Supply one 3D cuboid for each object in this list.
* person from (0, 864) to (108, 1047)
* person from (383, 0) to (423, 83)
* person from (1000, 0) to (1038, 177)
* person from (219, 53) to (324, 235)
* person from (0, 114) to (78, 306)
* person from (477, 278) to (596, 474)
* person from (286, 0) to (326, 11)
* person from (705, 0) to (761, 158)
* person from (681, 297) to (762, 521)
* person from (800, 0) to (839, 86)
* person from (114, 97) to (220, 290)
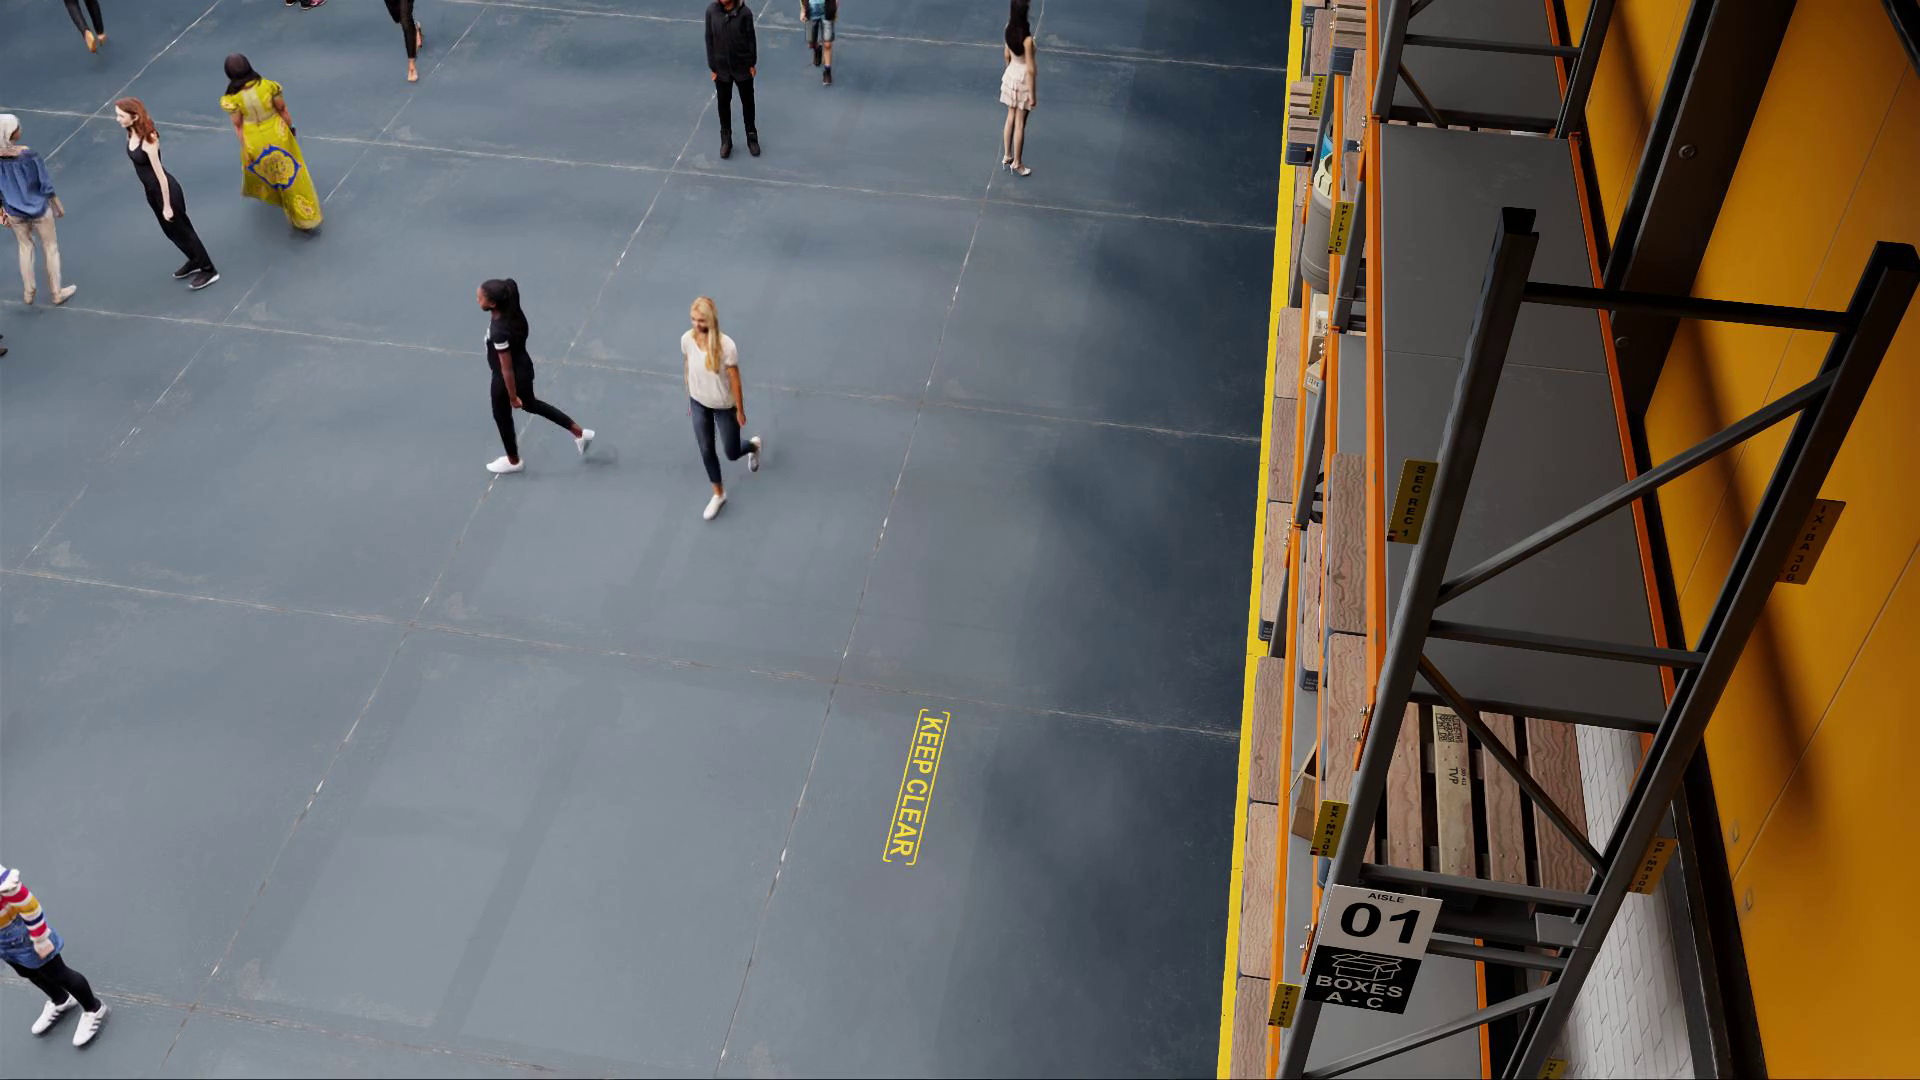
[{"bbox_3d":[-4.902,2.020,8.634,0.678,1.808,0.542,12,45,12],"label":"person"},{"bbox_3d":[-5.616,-5.582,16.622,0.795,1.796,1.177,-3,44,-3],"label":"person"},{"bbox_3d":[0.533,-4.138,15.150,0.728,1.736,0.653,-22,48,-21],"label":"person"},{"bbox_3d":[-6.003,-3.398,14.477,1.235,1.603,1.338,-21,48,-21],"label":"person"},{"bbox_3d":[-7.686,-2.671,13.668,0.780,1.666,0.724,-12,45,-12],"label":"person"},{"bbox_3d":[-3.154,-1.183,12.069,0.787,1.708,1.038,0,44,0],"label":"person"},{"bbox_3d":[-7.216,-6.535,17.624,0.702,1.805,0.655,21,48,21],"label":"person"},{"bbox_3d":[-2.115,-4.435,15.429,0.689,1.781,0.694,-4,44,-4],"label":"person"},{"bbox_3d":[-1.693,-0.995,11.809,0.717,1.793,0.971,16,46,16],"label":"person"},{"bbox_3d":[-1.400,-5.290,16.574,0.638,1.440,0.772,-2,44,-2],"label":"person"},{"bbox_3d":[-6.617,-2.899,13.845,0.639,1.743,0.654,30,51,28],"label":"person"}]
